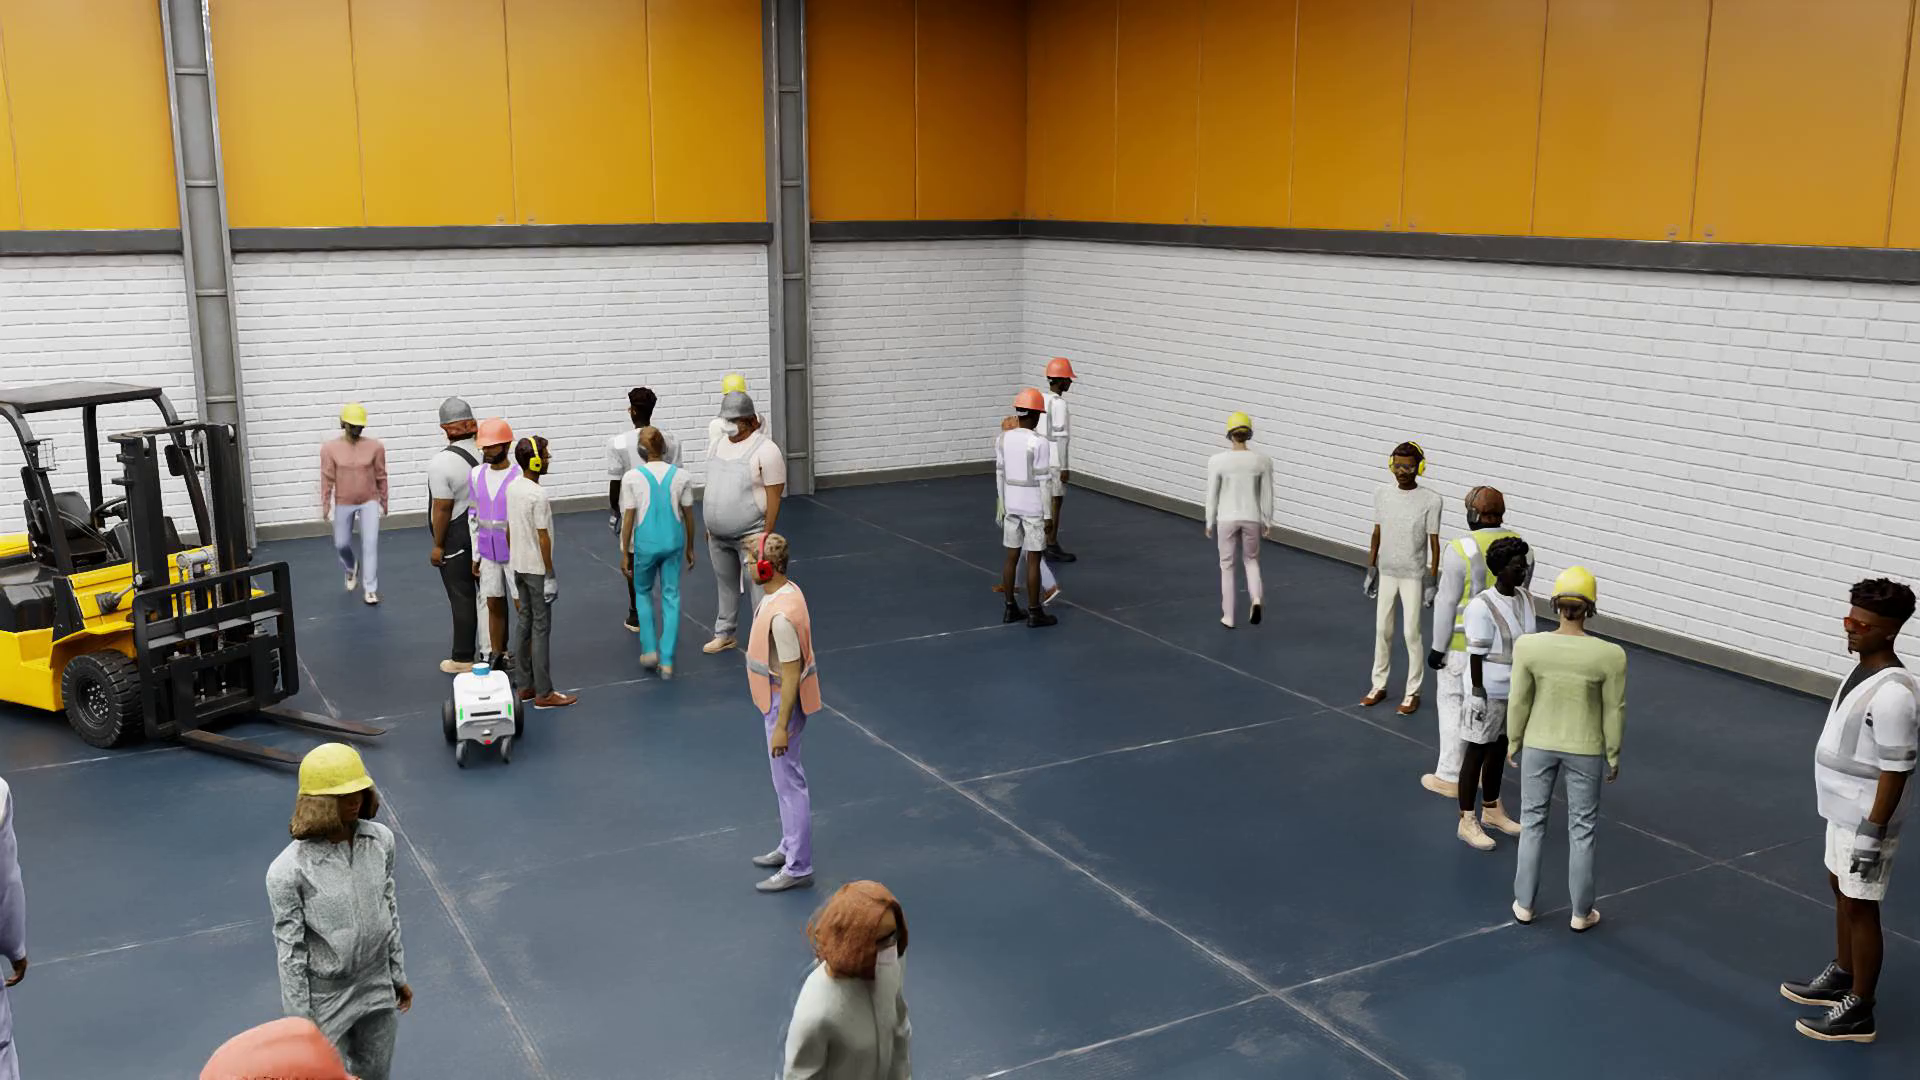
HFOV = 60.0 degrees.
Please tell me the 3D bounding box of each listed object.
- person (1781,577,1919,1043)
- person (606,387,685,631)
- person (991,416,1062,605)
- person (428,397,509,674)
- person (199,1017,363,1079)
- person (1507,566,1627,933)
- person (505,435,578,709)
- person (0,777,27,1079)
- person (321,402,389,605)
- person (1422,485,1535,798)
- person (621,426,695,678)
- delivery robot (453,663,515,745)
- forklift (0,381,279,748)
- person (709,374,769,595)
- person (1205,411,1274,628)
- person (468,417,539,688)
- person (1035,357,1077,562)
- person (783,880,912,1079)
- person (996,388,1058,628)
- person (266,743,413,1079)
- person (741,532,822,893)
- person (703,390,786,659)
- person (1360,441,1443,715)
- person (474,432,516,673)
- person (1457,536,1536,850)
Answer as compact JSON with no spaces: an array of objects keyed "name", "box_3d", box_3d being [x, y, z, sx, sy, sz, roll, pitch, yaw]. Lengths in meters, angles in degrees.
[{"name":"person","box_3d":[3.738,1.111,6.923,0.361,1.965,0.613,4,13,17]},{"name":"person","box_3d":[-2.503,-0.246,13.289,0.613,1.965,0.361,-4,13,-18]},{"name":"person","box_3d":[0.585,-0.258,14.223,0.799,1.597,0.497,9,15,37]},{"name":"person","box_3d":[-3.633,-0.046,12.178,0.535,2.000,0.673,8,14,33]},{"name":"person","box_3d":[-1.275,1.876,3.217,0.633,2.034,0.394,11,16,43]},{"name":"person","box_3d":[2.886,0.993,7.955,0.529,1.767,0.331,6,13,26]},{"name":"person","box_3d":[-2.900,0.217,11.359,0.333,1.868,0.515,-11,16,-41]},{"name":"person","box_3d":[-3.437,1.431,5.571,0.591,1.912,0.390,-10,16,-40]},{"name":"person","box_3d":[-5.176,-0.338,14.245,0.548,1.733,0.723,-5,13,-22]},{"name":"person","box_3d":[3.012,0.591,9.695,0.642,1.830,0.429,-6,13,-24]},{"name":"person","box_3d":[-2.207,0.078,12.122,0.569,1.809,0.630,-5,13,-22]},{"name":"delivery robot","box_3d":[-3.001,1.019,10.467,0.477,0.478,0.707,-4,13,-18]},{"name":"forklift","box_3d":[-5.853,0.085,11.199,2.313,2.155,1.214,7,14,28]},{"name":"person","box_3d":[-1.934,-0.480,14.496,0.594,1.918,0.383,-10,16,-39]},{"name":"person","box_3d":[2.238,-0.152,13.344,0.539,1.753,0.467,-1,12,-4]},{"name":"person","box_3d":[-3.230,0.092,11.772,0.546,1.939,0.375,4,13,16]},{"name":"person","box_3d":[0.916,-0.762,15.777,0.376,1.936,0.549,-4,13,-19]},{"name":"person","box_3d":[-0.399,1.716,4.939,0.552,1.603,0.510,7,14,29]},{"name":"person","box_3d":[0.547,-0.258,13.431,0.543,1.931,0.371,11,16,41]},{"name":"person","box_3d":[-2.038,1.517,5.551,0.290,1.746,0.486,6,14,28]},{"name":"person","box_3d":[-0.890,0.861,8.401,0.383,1.837,0.570,-2,12,-8]},{"name":"person","box_3d":[-1.676,-0.116,12.505,0.684,2.000,0.538,7,14,29]},{"name":"person","box_3d":[2.977,0.250,11.228,0.519,1.860,0.322,10,16,40]},{"name":"person","box_3d":[-3.419,0.053,12.202,0.403,1.830,0.599,-4,13,-18]},{"name":"person","box_3d":[2.905,0.810,8.979,0.535,1.696,0.318,-10,16,-40]}]
